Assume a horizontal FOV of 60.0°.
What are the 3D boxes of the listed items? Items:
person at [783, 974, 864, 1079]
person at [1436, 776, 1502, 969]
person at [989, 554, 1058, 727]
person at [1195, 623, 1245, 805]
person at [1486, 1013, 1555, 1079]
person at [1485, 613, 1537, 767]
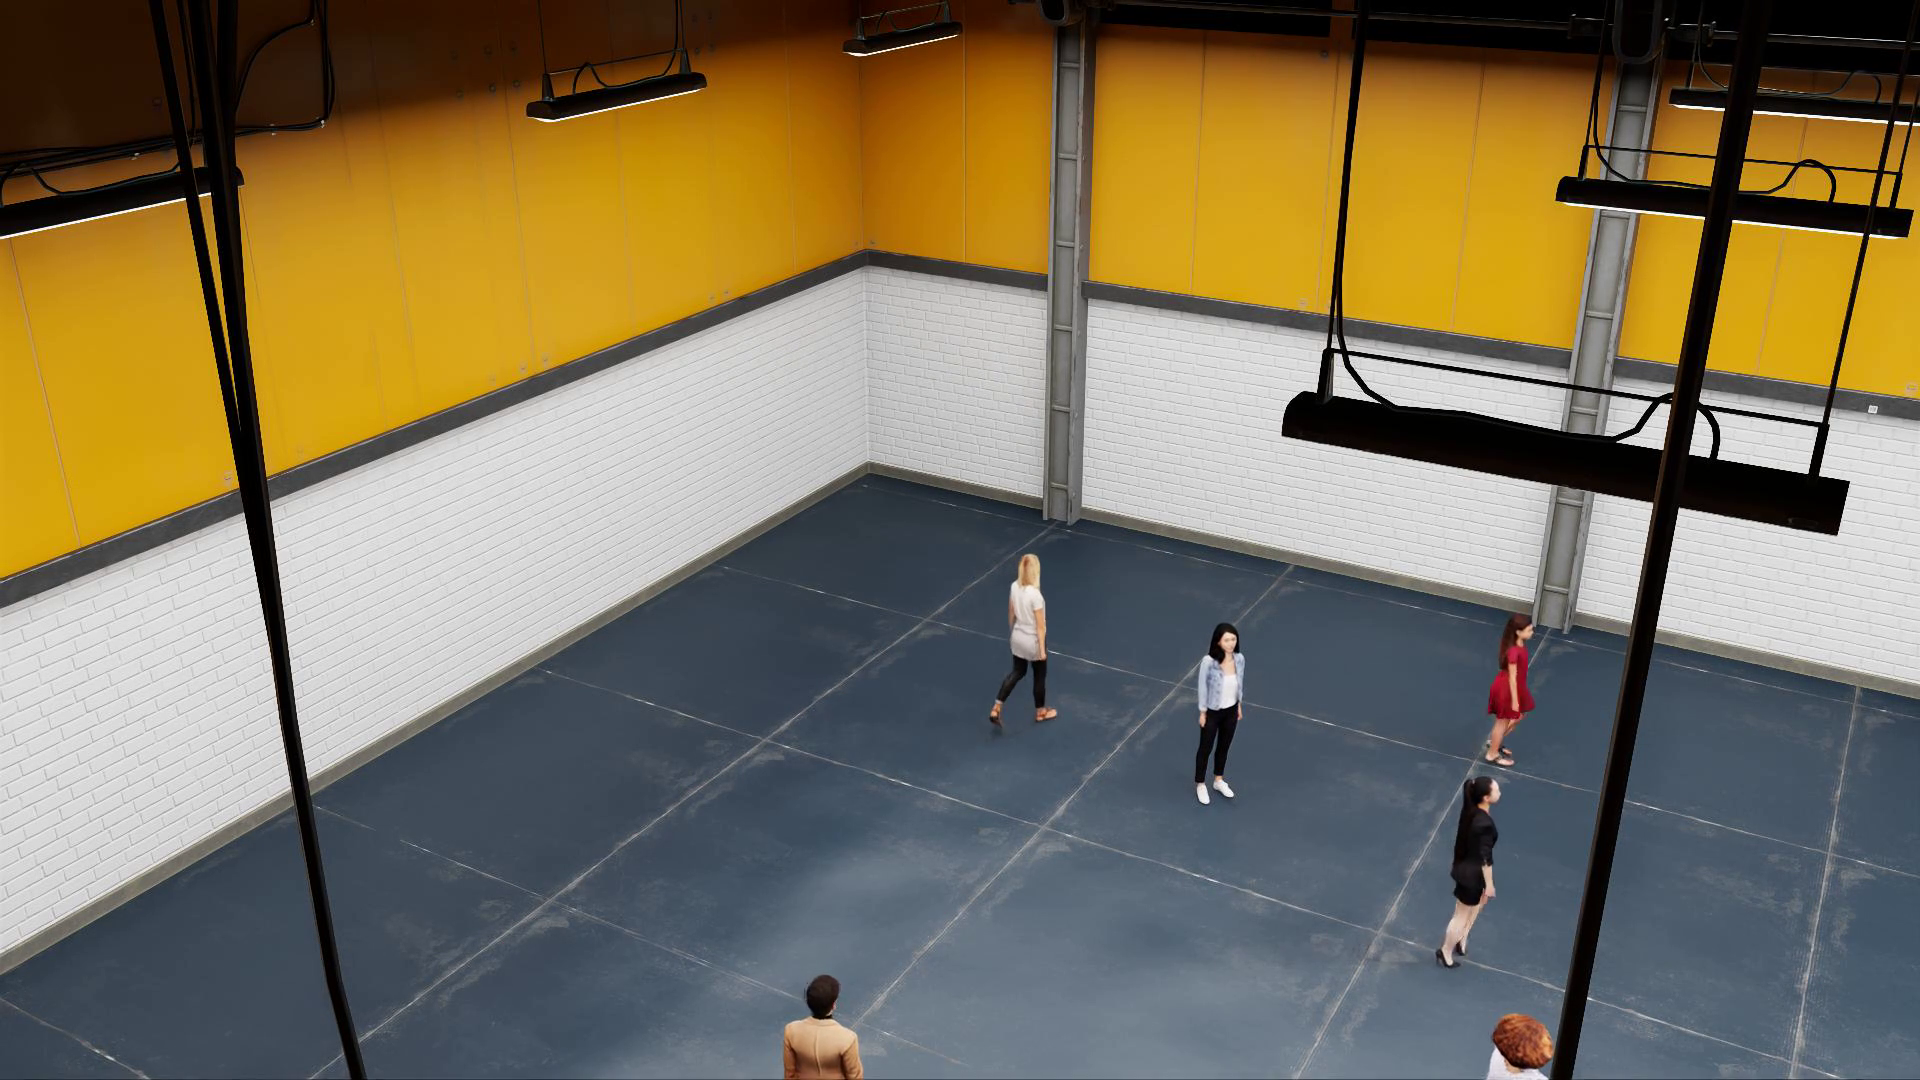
[{"bbox_3d":[-0.851,3.438,10.300,0.679,1.727,0.800,4,24,9],"label":"person"},{"bbox_3d":[3.746,2.506,12.487,0.750,1.683,0.720,0,24,1],"label":"person"},{"bbox_3d":[0.585,1.001,15.775,0.880,1.808,1.036,-20,31,-39],"label":"person"},{"bbox_3d":[2.297,1.511,14.728,0.688,1.710,0.726,-9,25,-20],"label":"person"},{"bbox_3d":[3.302,3.576,10.004,0.806,1.711,0.722,-10,25,-21],"label":"person"},{"bbox_3d":[4.971,1.357,15.289,0.668,1.543,0.606,8,25,19],"label":"person"}]
